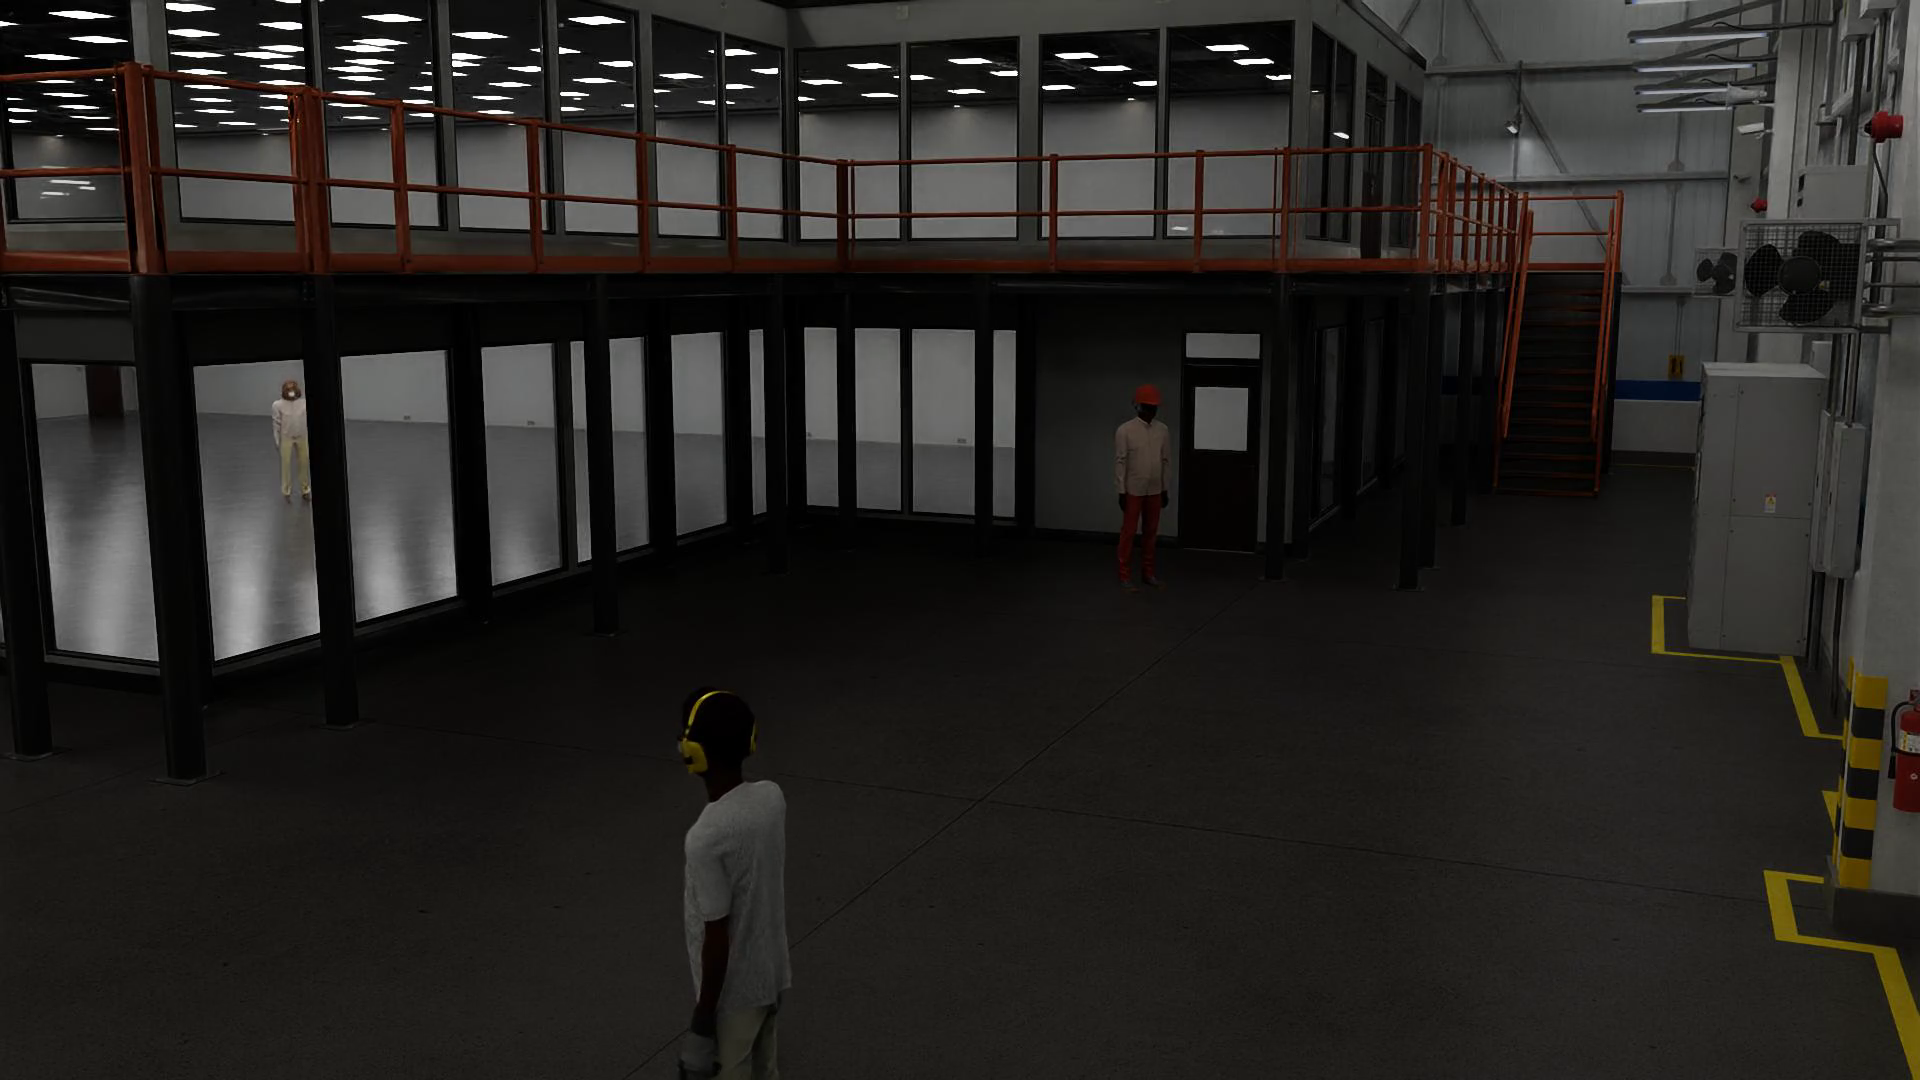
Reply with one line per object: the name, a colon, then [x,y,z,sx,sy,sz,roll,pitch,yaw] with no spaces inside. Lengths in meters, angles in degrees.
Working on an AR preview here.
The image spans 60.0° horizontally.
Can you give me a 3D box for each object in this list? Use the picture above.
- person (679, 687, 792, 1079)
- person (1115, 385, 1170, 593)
person: [-0.675,1.349,4.882,0.335,1.865,0.520,3,10,19]
person: [1.744,-0.485,15.810,0.610,1.987,0.403,-5,11,-29]
